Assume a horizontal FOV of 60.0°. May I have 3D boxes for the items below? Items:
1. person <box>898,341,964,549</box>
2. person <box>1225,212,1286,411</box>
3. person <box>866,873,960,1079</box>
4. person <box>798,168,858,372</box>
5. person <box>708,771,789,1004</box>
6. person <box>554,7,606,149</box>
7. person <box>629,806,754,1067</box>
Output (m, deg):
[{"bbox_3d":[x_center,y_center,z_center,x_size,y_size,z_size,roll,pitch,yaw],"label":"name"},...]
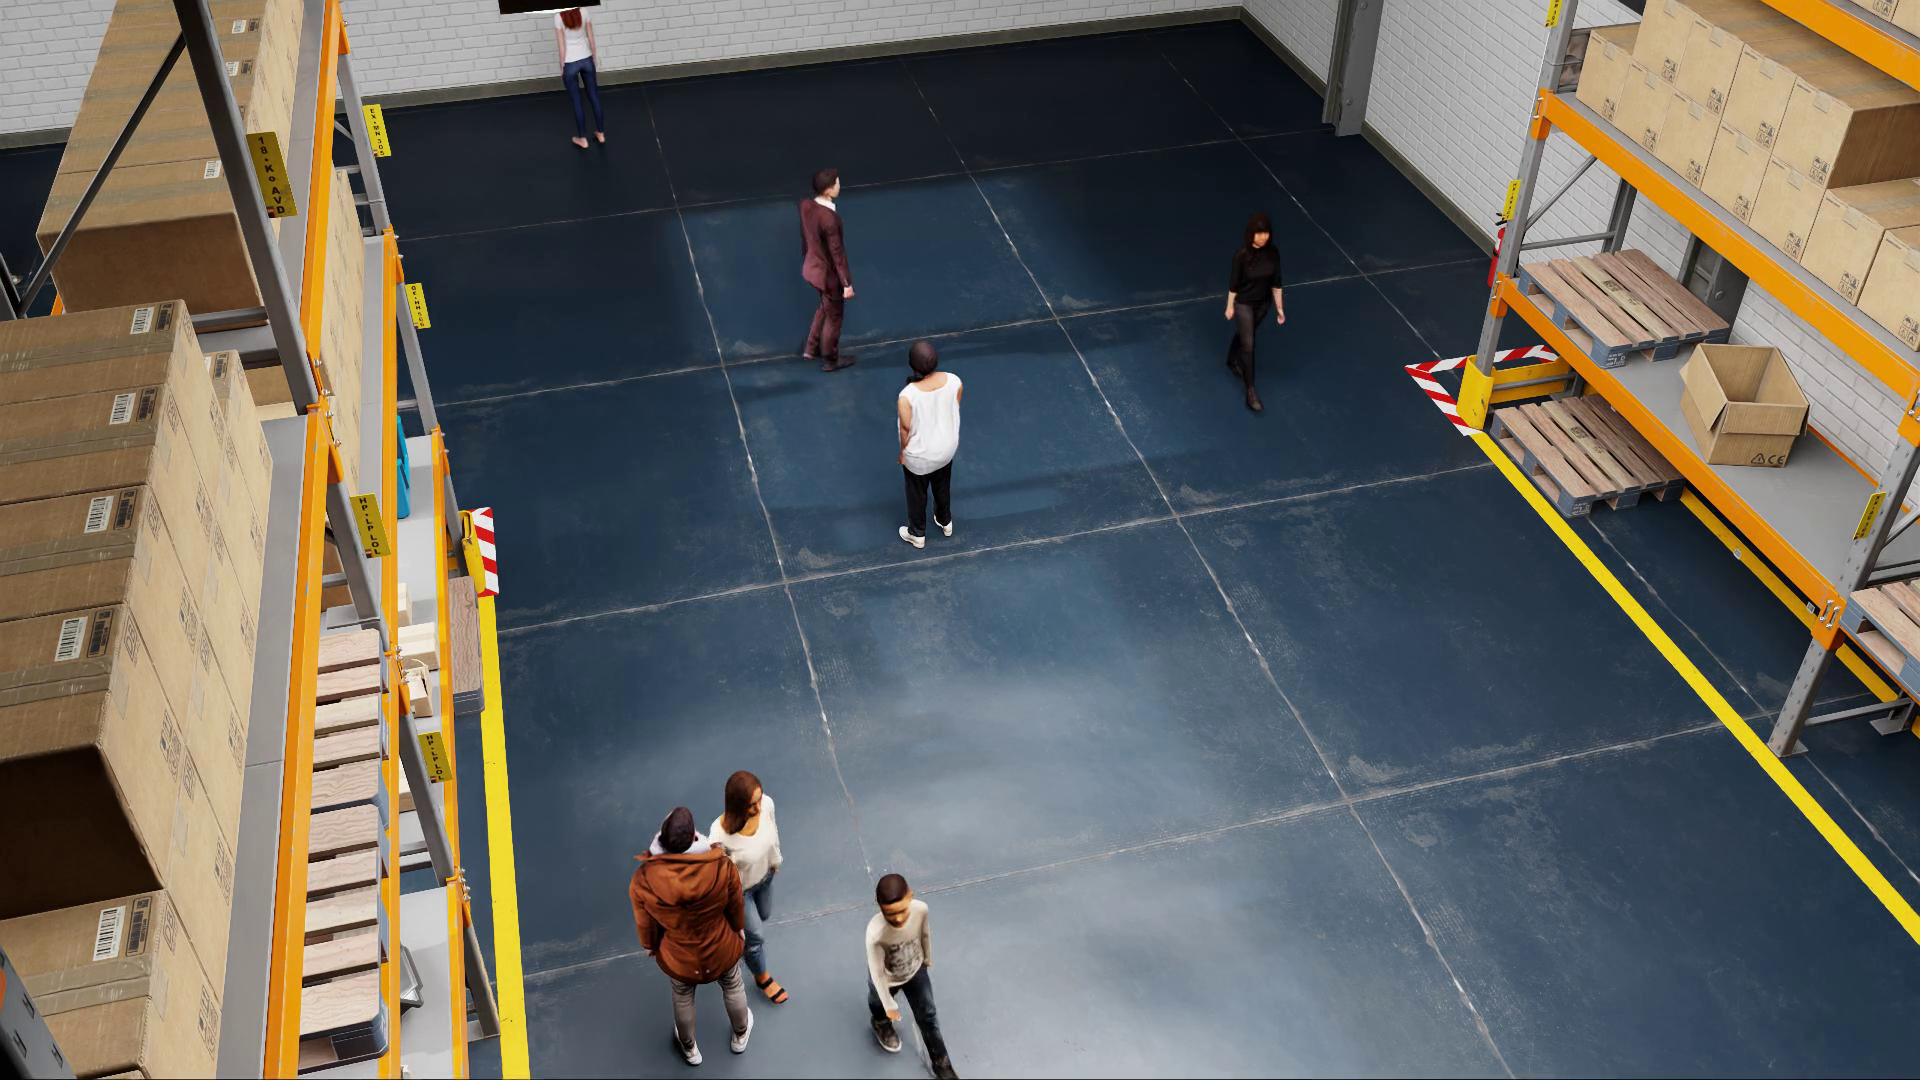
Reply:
[{"bbox_3d":[-0.244,-0.701,11.907,0.722,1.688,0.703,-21,43,-24],"label":"person"},{"bbox_3d":[2.350,-1.950,13.540,0.630,1.603,1.082,-13,40,-15],"label":"person"},{"bbox_3d":[-0.372,2.161,8.526,0.748,1.436,0.978,-23,44,-26],"label":"person"},{"bbox_3d":[-1.162,-2.173,13.616,0.878,1.856,0.752,-24,44,-27],"label":"person"},{"bbox_3d":[-1.203,1.770,8.839,1.046,1.657,0.927,29,47,31],"label":"person"},{"bbox_3d":[-3.932,-4.905,17.131,0.627,1.739,0.628,-23,44,-26],"label":"person"},{"bbox_3d":[-1.325,2.009,8.393,0.691,1.839,0.681,-9,39,-11],"label":"person"}]
